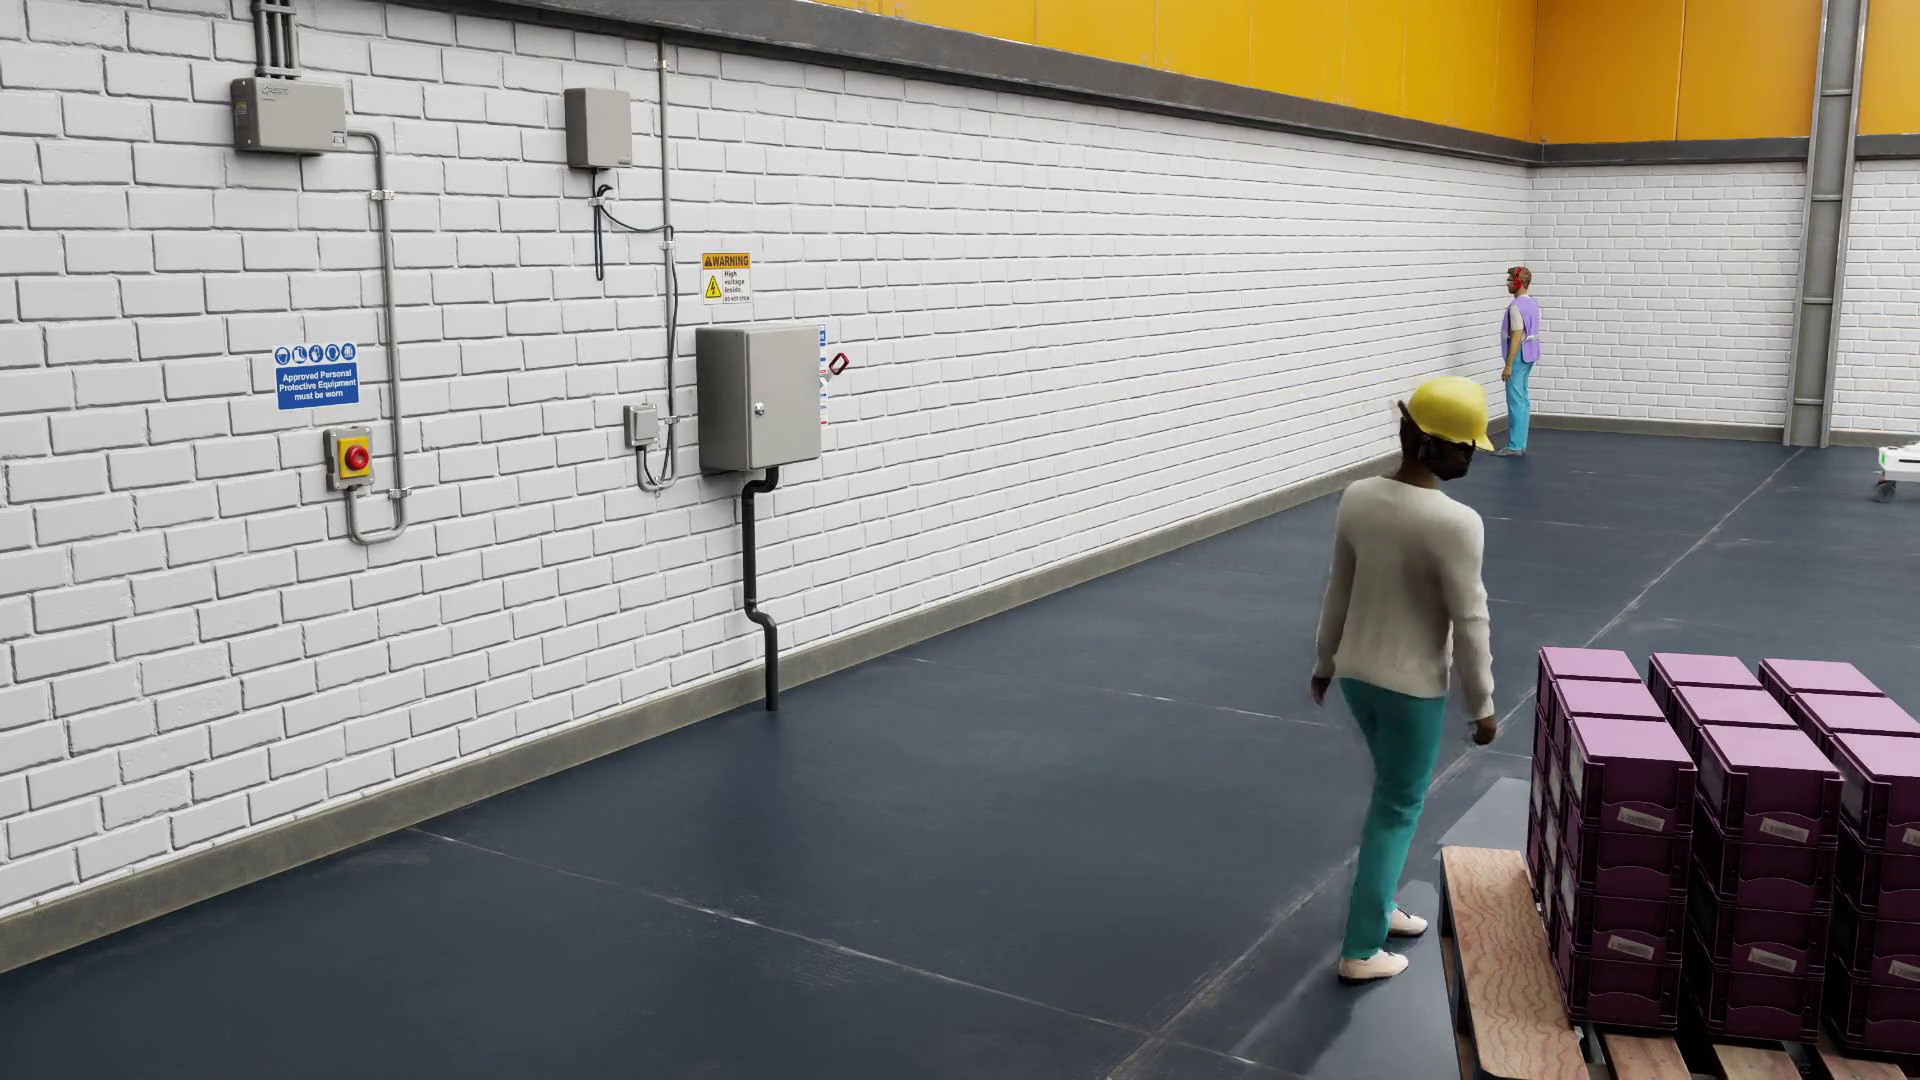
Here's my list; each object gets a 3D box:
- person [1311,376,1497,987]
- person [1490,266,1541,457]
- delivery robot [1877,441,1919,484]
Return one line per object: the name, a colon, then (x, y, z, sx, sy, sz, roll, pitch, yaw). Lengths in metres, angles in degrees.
person: (1.291, 0.398, 4.729, 0.596, 1.726, 0.581, -5, 12, -28)
person: (5.425, -1.724, 16.157, 0.385, 1.845, 0.569, 6, 12, 31)
delivery robot: (7.754, -0.612, 13.320, 0.707, 0.478, 0.477, 5, 11, 27)
